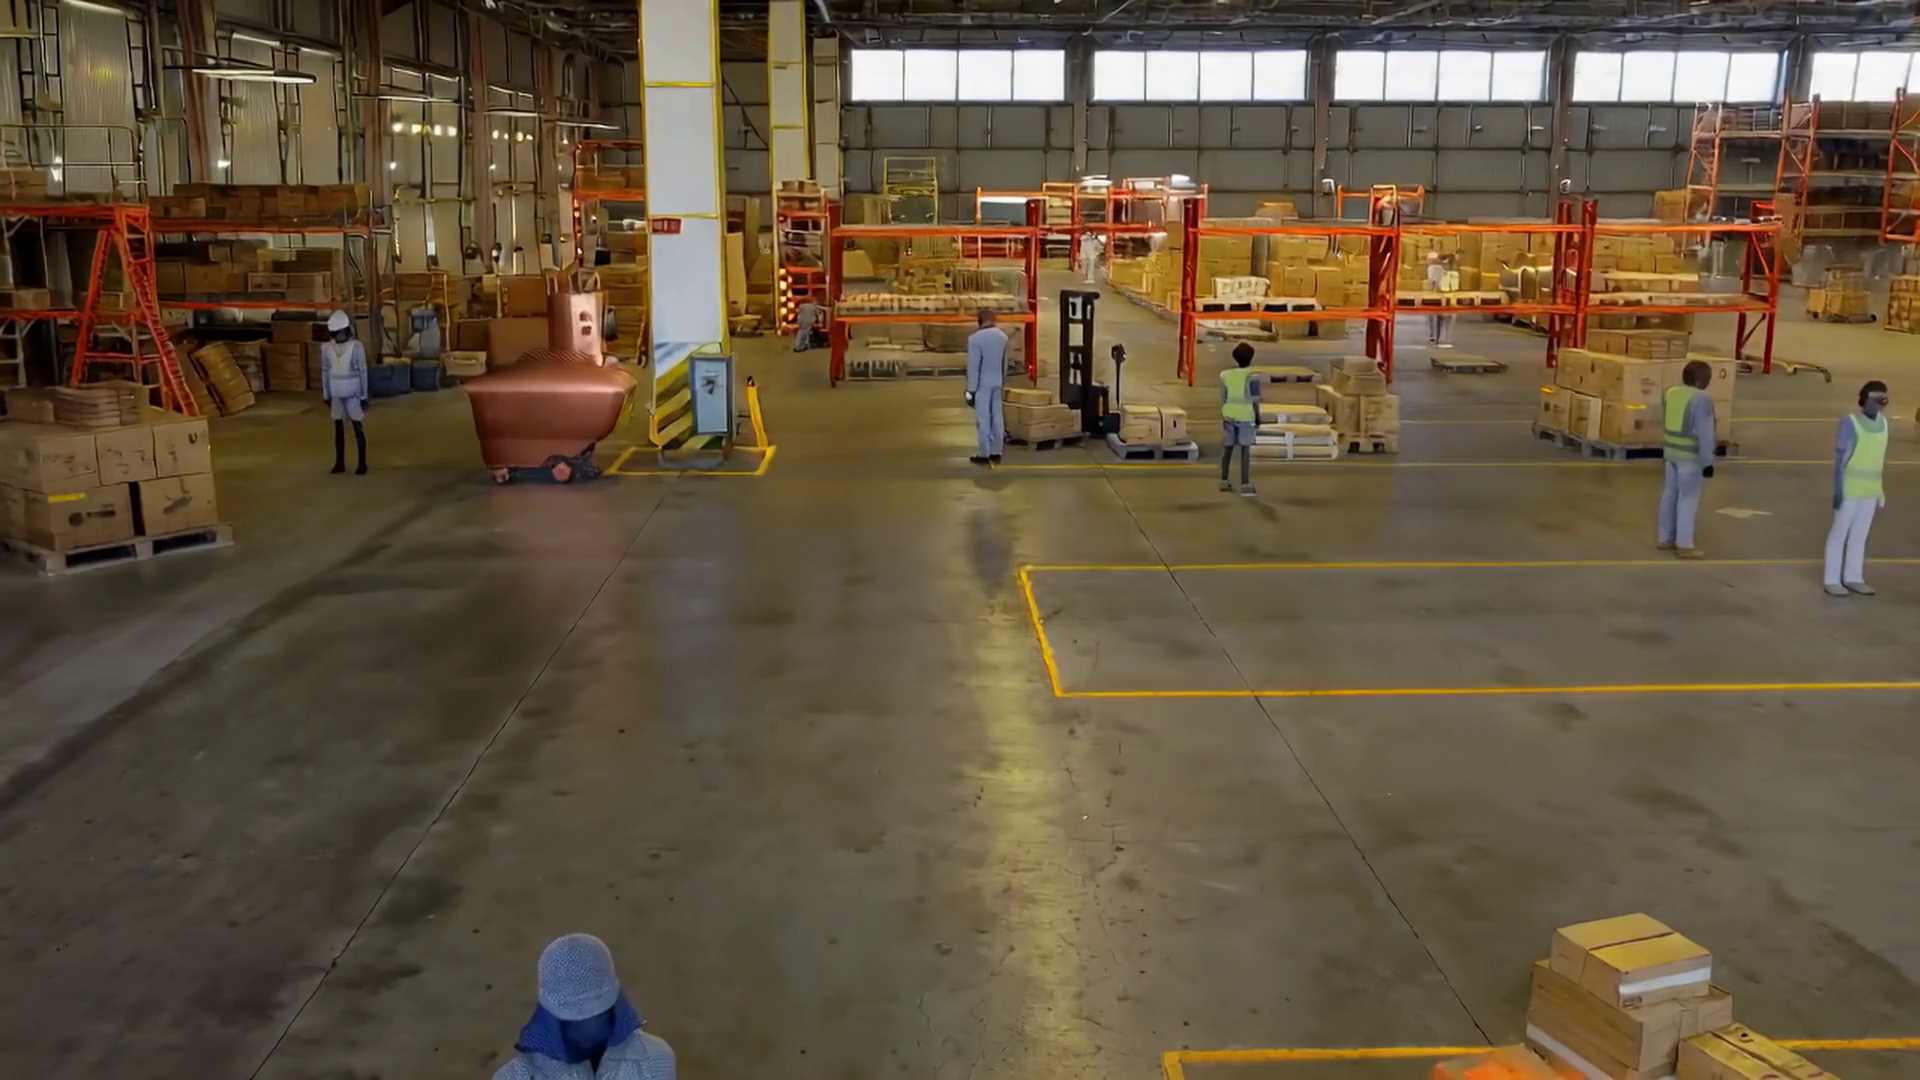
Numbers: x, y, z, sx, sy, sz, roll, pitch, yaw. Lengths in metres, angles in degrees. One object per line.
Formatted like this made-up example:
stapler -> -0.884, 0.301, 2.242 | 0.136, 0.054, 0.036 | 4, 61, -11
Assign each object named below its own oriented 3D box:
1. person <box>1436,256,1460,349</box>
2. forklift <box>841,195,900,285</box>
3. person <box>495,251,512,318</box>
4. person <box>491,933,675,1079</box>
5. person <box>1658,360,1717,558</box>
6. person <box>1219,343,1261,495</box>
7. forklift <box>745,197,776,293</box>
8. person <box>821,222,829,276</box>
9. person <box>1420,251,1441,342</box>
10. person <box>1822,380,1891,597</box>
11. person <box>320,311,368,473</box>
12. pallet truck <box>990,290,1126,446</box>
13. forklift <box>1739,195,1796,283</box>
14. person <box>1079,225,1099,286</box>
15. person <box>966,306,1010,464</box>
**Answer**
person -> 9.932, -4.819, 33.779 | 0.355, 1.876, 0.574 | -5, 13, -20
forklift -> -2.876, -9.527, 52.734 | 1.873, 2.768, 1.129 | 1, 12, 2
person -> -11.245, -6.261, 40.838 | 0.313, 1.634, 0.515 | -10, 16, -39
person -> -0.922, 1.800, 4.184 | 0.487, 1.744, 0.297 | -7, 14, -28
person -> 6.792, -0.757, 15.526 | 0.429, 1.841, 0.626 | -2, 13, -9
person -> 3.119, -1.349, 18.530 | 0.321, 1.694, 0.535 | -12, 17, -42
forklift -> -6.030, -8.607, 48.580 | 1.873, 2.768, 1.129 | 0, 12, -2
person -> -4.589, -9.908, 56.618 | 0.625, 1.923, 0.503 | -5, 13, -21
person -> 9.954, -5.139, 35.127 | 0.396, 1.919, 0.581 | 6, 14, 25
person -> 7.593, -0.434, 14.045 | 0.509, 1.842, 0.332 | -4, 13, -15
person -> -7.312, -1.746, 19.749 | 0.552, 1.936, 0.360 | 0, 12, 0
pallet truck -> 1.257, -2.299, 22.111 | 1.885, 1.965, 0.823 | -9, 15, -35
forklift -> 26.290, -9.672, 53.391 | 1.873, 2.768, 1.129 | 0, 12, -2
person -> 4.094, -9.043, 52.831 | 0.639, 1.895, 1.011 | 1, 13, 6
person -> 0.327, -1.899, 20.439 | 0.630, 1.940, 0.372 | -12, 17, -43
